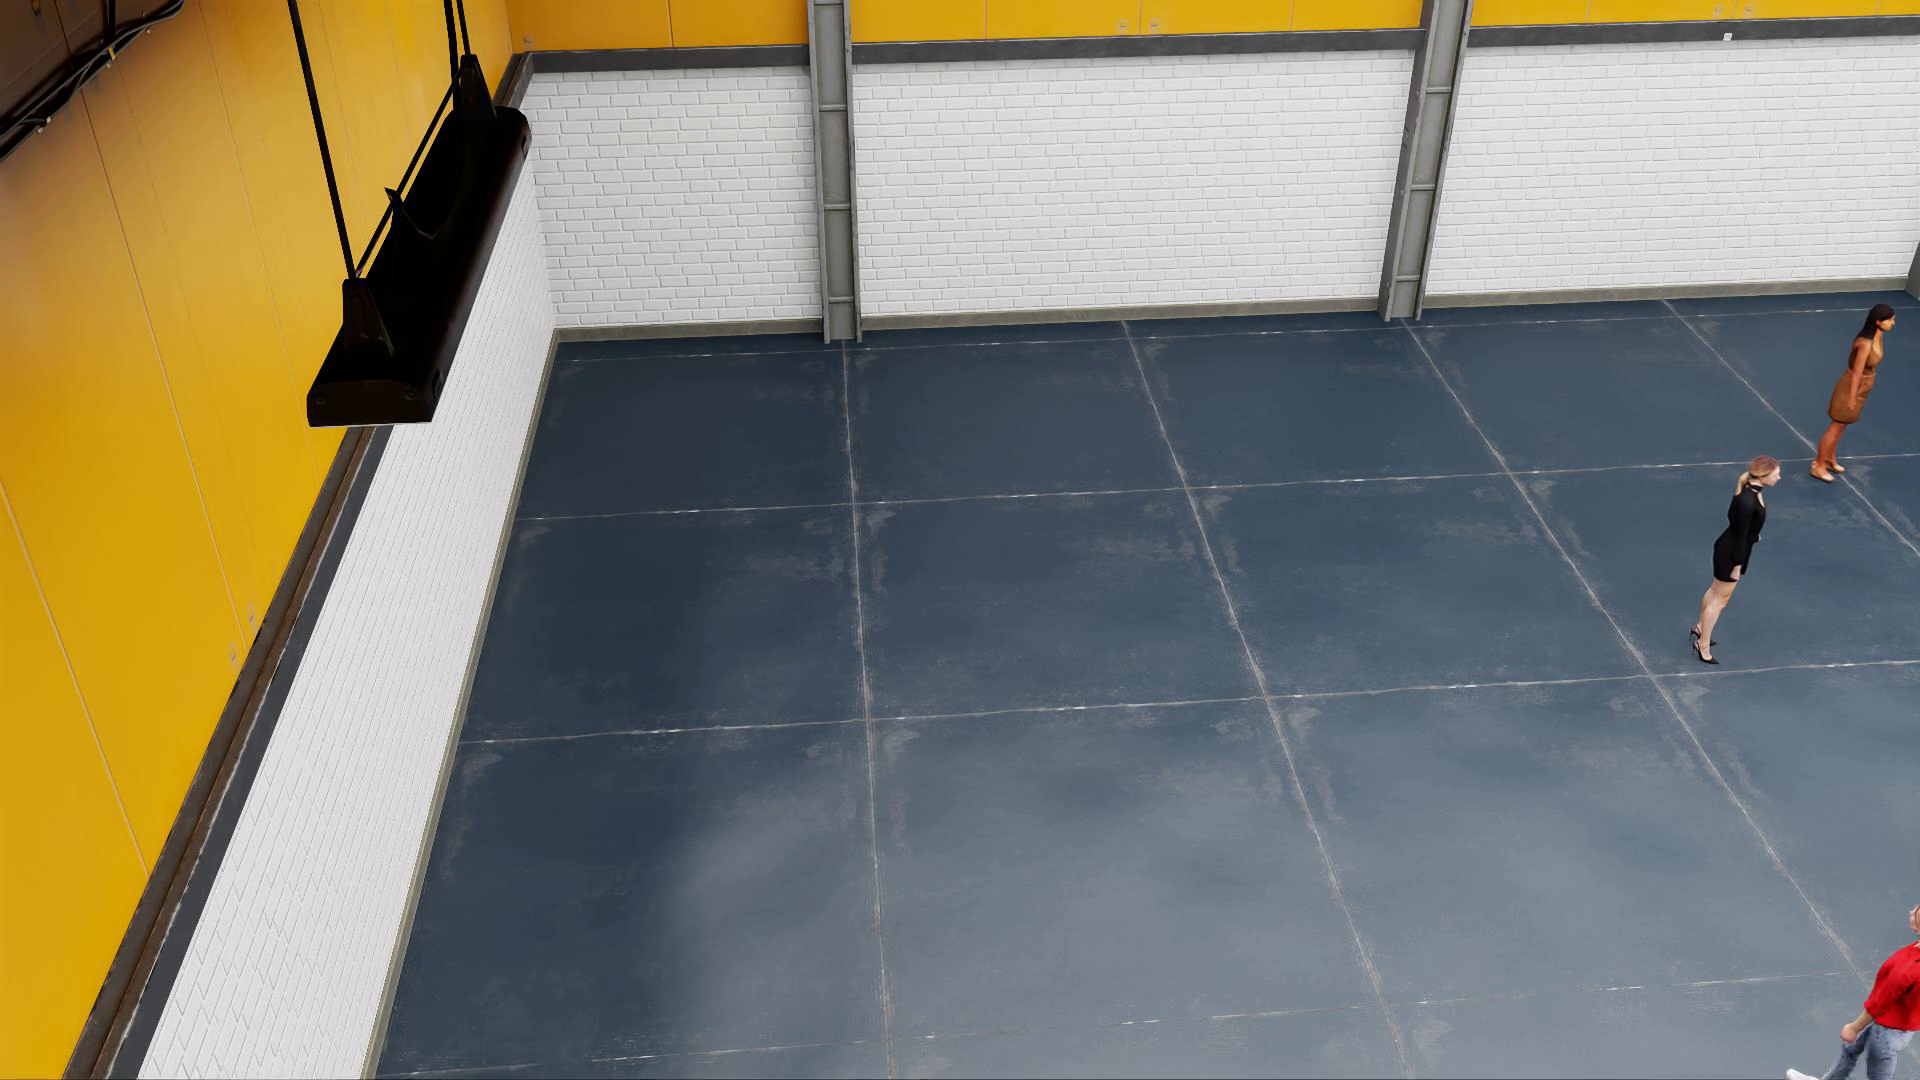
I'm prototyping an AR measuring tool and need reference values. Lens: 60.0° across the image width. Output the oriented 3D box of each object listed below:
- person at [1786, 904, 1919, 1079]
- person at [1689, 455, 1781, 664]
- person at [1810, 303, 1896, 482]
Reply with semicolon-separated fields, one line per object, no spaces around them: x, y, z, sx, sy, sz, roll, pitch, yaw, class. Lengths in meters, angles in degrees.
5.001;2.631;8.827;1.101;1.677;1.046;-23;40;-31;person
5.823;0.123;12.518;0.642;1.768;0.649;11;35;16;person
7.923;-1.321;14.761;0.691;1.689;0.624;27;42;34;person
